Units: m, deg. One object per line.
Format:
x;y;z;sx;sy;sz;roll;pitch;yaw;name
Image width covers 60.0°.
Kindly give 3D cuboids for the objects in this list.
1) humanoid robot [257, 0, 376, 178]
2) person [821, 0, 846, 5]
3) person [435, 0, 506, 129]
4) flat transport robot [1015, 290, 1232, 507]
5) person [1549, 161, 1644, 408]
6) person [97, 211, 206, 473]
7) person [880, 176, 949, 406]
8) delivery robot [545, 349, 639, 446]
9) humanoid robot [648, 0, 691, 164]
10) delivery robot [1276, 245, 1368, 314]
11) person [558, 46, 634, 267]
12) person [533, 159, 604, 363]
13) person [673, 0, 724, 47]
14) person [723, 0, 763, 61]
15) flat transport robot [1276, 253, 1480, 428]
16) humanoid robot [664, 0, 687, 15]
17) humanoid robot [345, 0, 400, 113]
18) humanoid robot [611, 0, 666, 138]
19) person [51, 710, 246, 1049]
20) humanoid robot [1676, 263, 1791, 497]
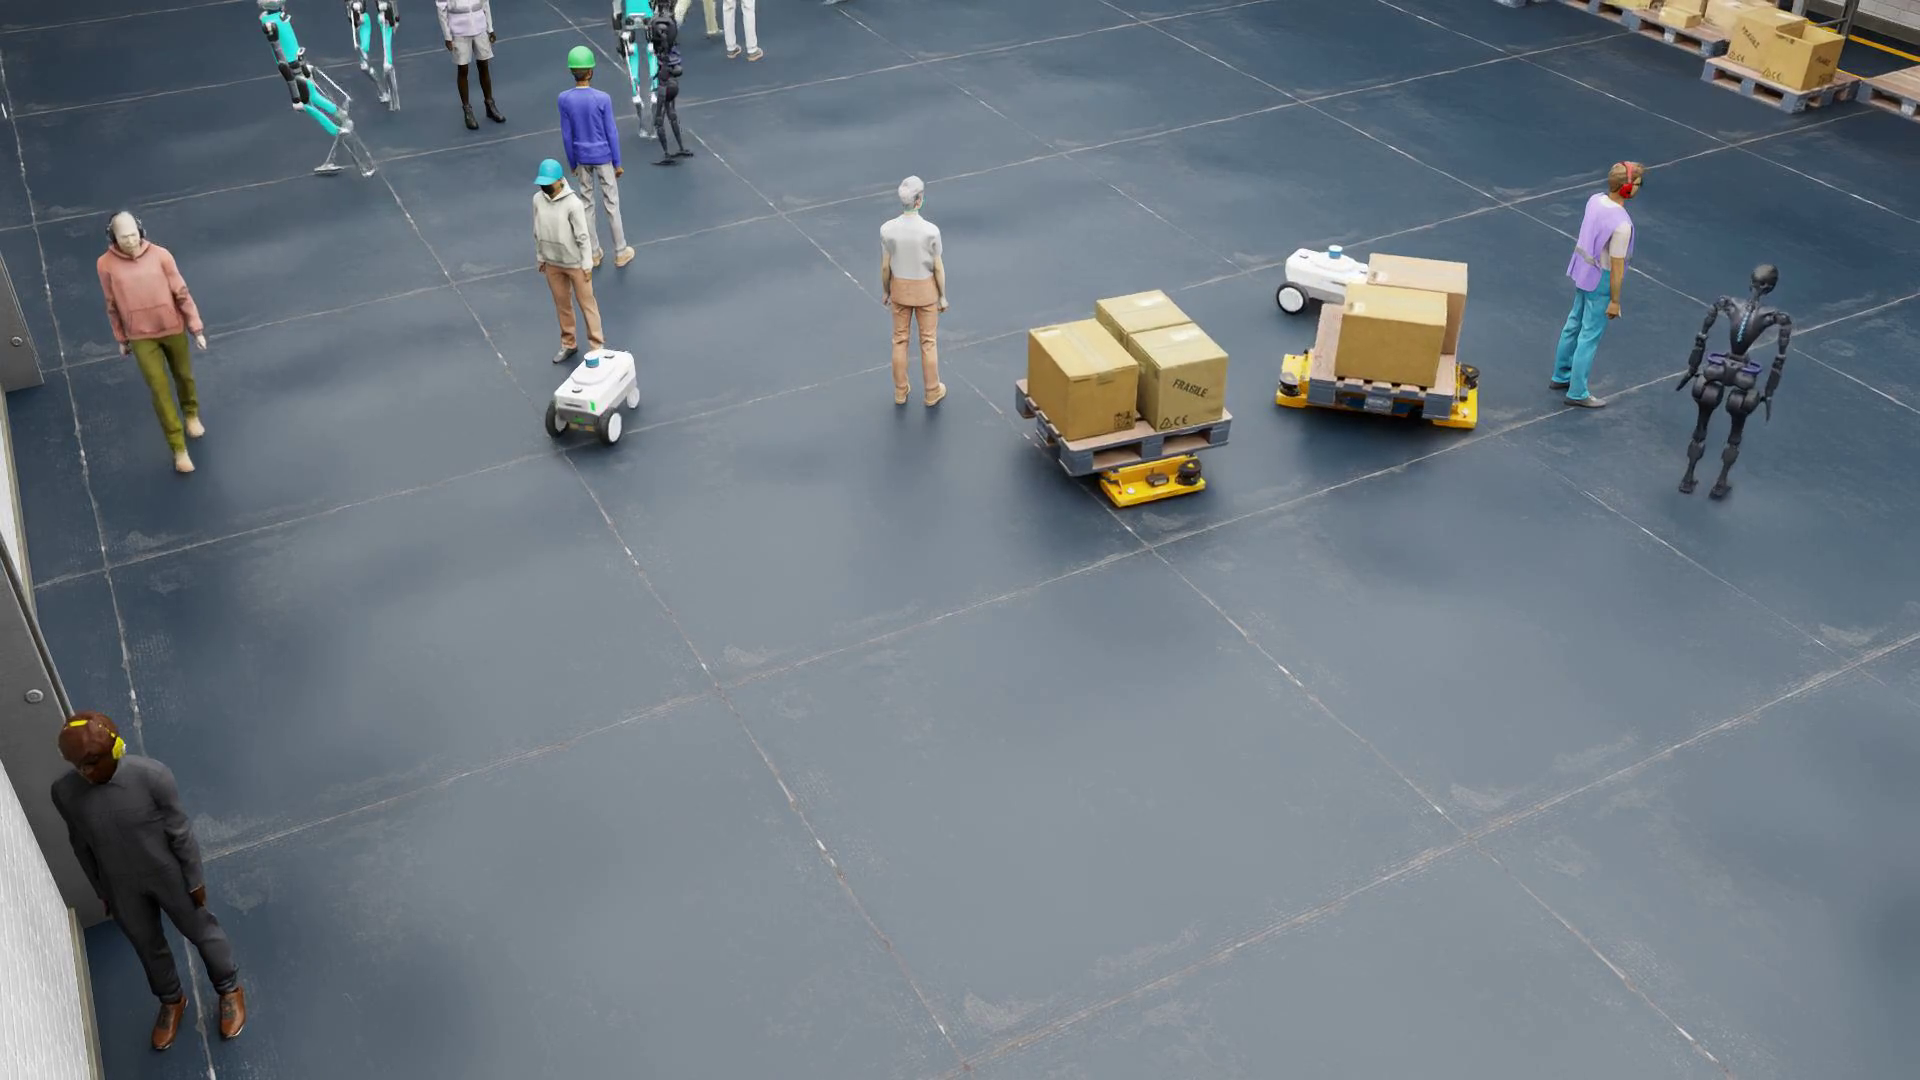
-5.877;-4.150;15.431;0.845;1.866;0.552;-4;35;-6;humanoid robot
-1.594;-7.383;19.811;0.430;1.945;0.566;-7;36;-9;person
-4.876;-5.072;16.505;0.544;1.937;0.358;-24;42;-30;person
1.118;-0.721;11.745;0.659;0.231;1.431;-12;37;-17;flat transport robot
4.577;-1.837;11.962;0.390;1.849;0.565;-4;35;-6;person
-5.482;-1.409;11.390;0.555;1.805;0.790;-17;38;-23;person
-0.330;-1.774;11.967;0.482;1.738;0.320;7;36;10;person
-2.625;-1.052;11.976;0.499;0.603;0.803;9;36;13;delivery robot
-2.842;-4.412;15.783;0.462;1.647;0.596;-7;36;-10;humanoid robot
2.971;-2.091;13.454;0.769;0.598;0.517;20;40;26;delivery robot
-3.046;-3.176;13.861;0.459;1.867;0.358;2;35;2;person
-2.956;-2.058;12.435;0.471;1.670;0.385;12;37;17;person
-2.984;-6.417;18.550;0.590;1.804;0.836;18;39;24;person
-2.435;-6.197;18.163;0.573;1.880;0.361;10;36;14;person
3.104;-1.147;12.353;1.431;0.231;0.659;8;36;12;flat transport robot
-3.407;-6.988;19.473;0.460;1.642;0.589;-8;36;-11;humanoid robot
-5.996;-5.222;16.983;0.546;1.884;0.808;-5;35;-7;humanoid robot
-3.119;-4.744;16.227;0.530;1.807;0.683;-2;35;-2;humanoid robot
-3.532;1.471;7.227;0.484;1.868;0.359;-6;35;-8;person
5.089;-1.044;10.987;0.617;1.649;0.358;22;41;28;humanoid robot
